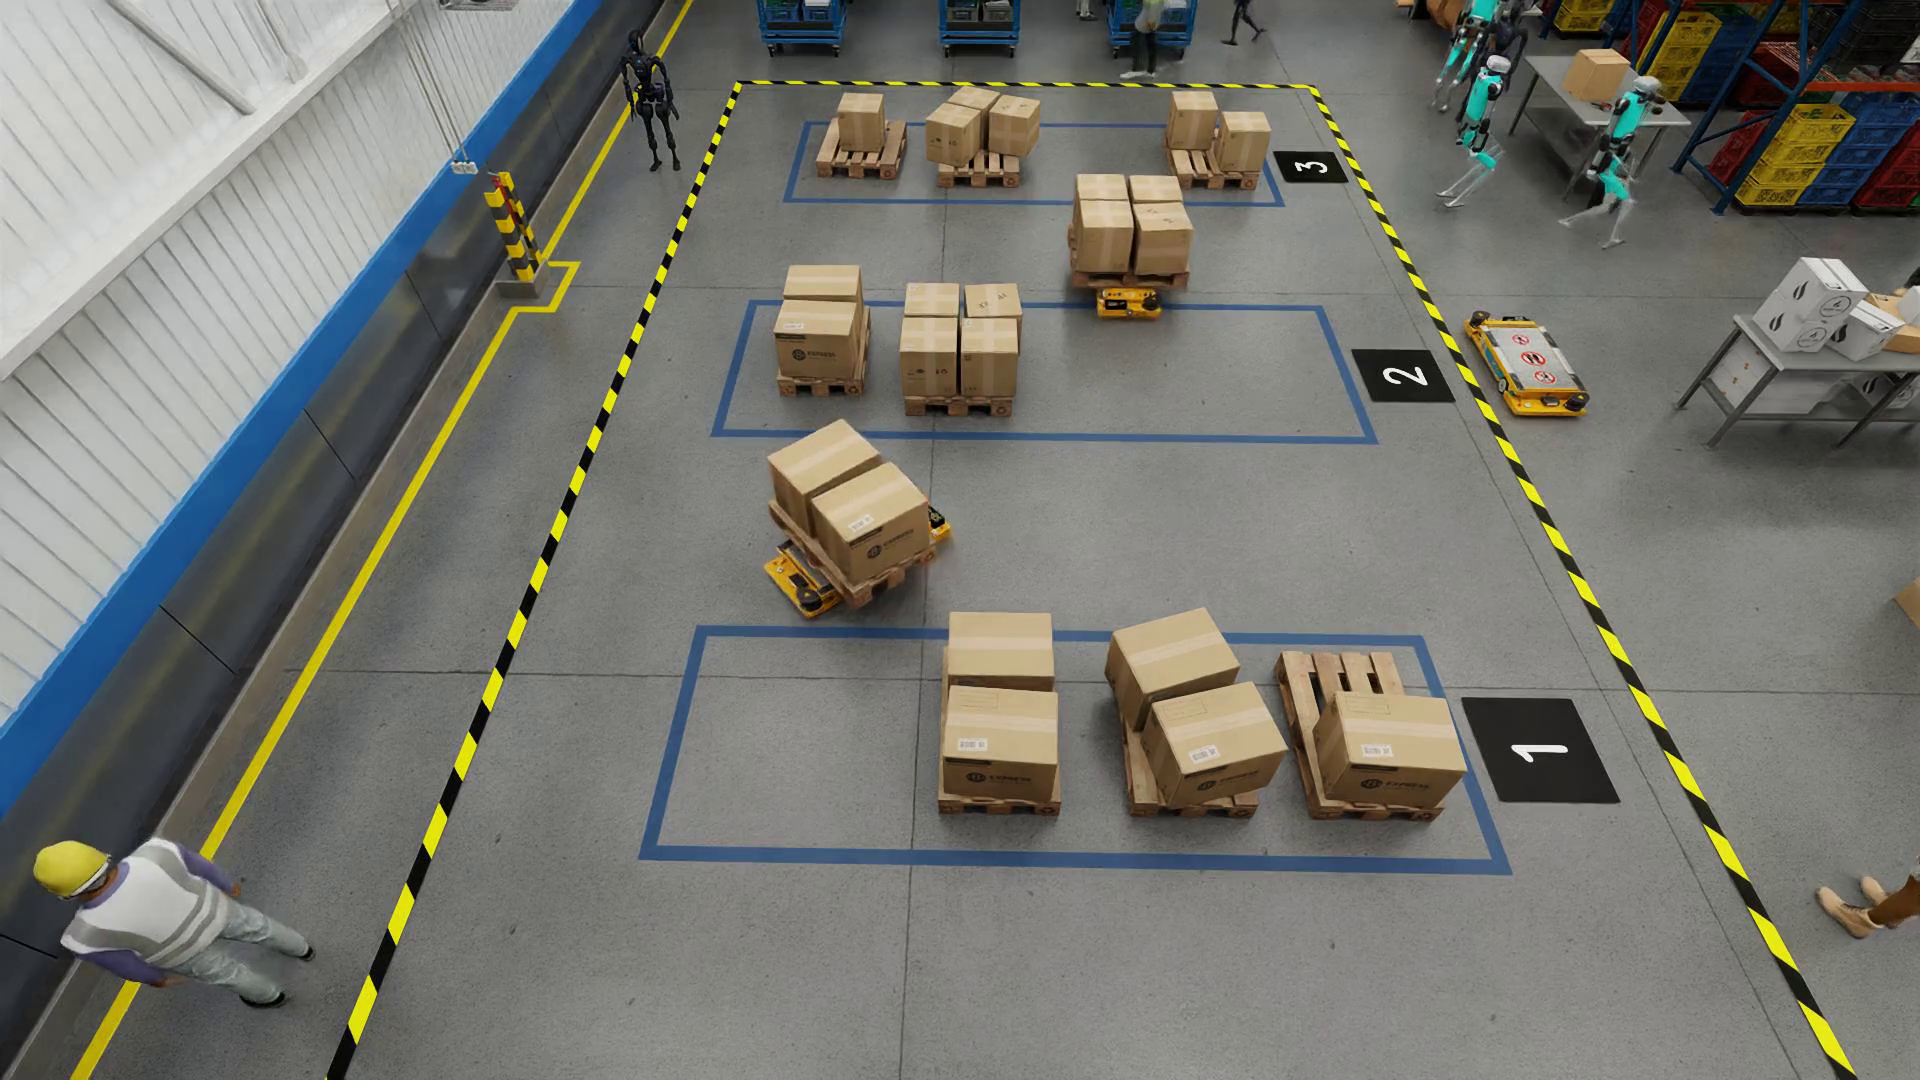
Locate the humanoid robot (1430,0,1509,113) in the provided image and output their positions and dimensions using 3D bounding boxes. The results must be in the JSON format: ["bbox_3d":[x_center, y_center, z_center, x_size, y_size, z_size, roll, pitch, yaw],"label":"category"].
[{"bbox_3d":[6.758,-6.609,12.275,0.537,1.784,0.671,34,57,26],"label":"humanoid robot"}]

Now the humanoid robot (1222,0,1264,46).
[{"bbox_3d":[4.421,-8.344,13.832,0.568,1.642,0.590,20,52,16],"label":"humanoid robot"}]

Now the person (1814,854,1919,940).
[{"bbox_3d":[5.561,1.649,4.934,0.604,2.044,0.374,-7,50,-6],"label":"person"}]

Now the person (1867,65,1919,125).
[{"bbox_3d":[11.787,-5.830,11.438,0.580,2.007,0.717,27,54,21],"label":"person"}]

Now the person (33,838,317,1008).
[{"bbox_3d":[-4.038,2.007,4.761,0.404,1.833,0.589,12,50,10],"label":"person"}]

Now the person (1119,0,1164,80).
[{"bbox_3d":[2.621,-7.503,13.000,0.661,1.829,0.592,12,50,10],"label":"person"}]

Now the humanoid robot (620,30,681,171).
[{"bbox_3d":[-3.769,-5.360,11.231,0.599,1.657,0.315,-1,49,-1],"label":"humanoid robot"}]

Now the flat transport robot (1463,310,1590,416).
[{"bbox_3d":[5.573,-1.757,9.054,0.659,0.231,1.431,1,49,1],"label":"flat transport robot"}]

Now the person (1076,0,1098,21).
[{"bbox_3d":[2.056,-9.287,14.539,0.421,1.833,0.560,-3,49,-2],"label":"person"}]

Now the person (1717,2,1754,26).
[{"bbox_3d":[11.126,-7.662,13.069,0.429,1.921,0.576,-1,49,0],"label":"person"}]

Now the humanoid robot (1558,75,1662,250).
[{"bbox_3d":[7.405,-4.064,10.110,0.531,1.779,1.004,-23,53,-19],"label":"humanoid robot"}]

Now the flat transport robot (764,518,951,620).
[{"bbox_3d":[-0.827,0.032,7.487,1.431,0.197,0.652,-32,56,-25],"label":"flat transport robot"}]

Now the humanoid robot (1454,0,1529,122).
[{"bbox_3d":[6.917,-6.142,11.936,0.583,1.643,0.663,20,52,16],"label":"humanoid robot"}]

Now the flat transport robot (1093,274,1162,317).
[{"bbox_3d":[1.799,-2.958,10.075,0.652,0.197,1.431,1,49,1],"label":"flat transport robot"}]

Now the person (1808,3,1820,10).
[{"bbox_3d":[12.999,-8.468,13.911,0.511,1.703,0.773,29,55,23],"label":"person"}]

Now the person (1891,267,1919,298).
[{"bbox_3d":[10.318,-3.200,9.268,0.338,1.834,0.508,-20,52,-16],"label":"person"}]

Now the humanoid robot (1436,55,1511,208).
[{"bbox_3d":[6.042,-4.652,10.499,0.735,1.677,0.533,0,49,0],"label":"humanoid robot"}]
